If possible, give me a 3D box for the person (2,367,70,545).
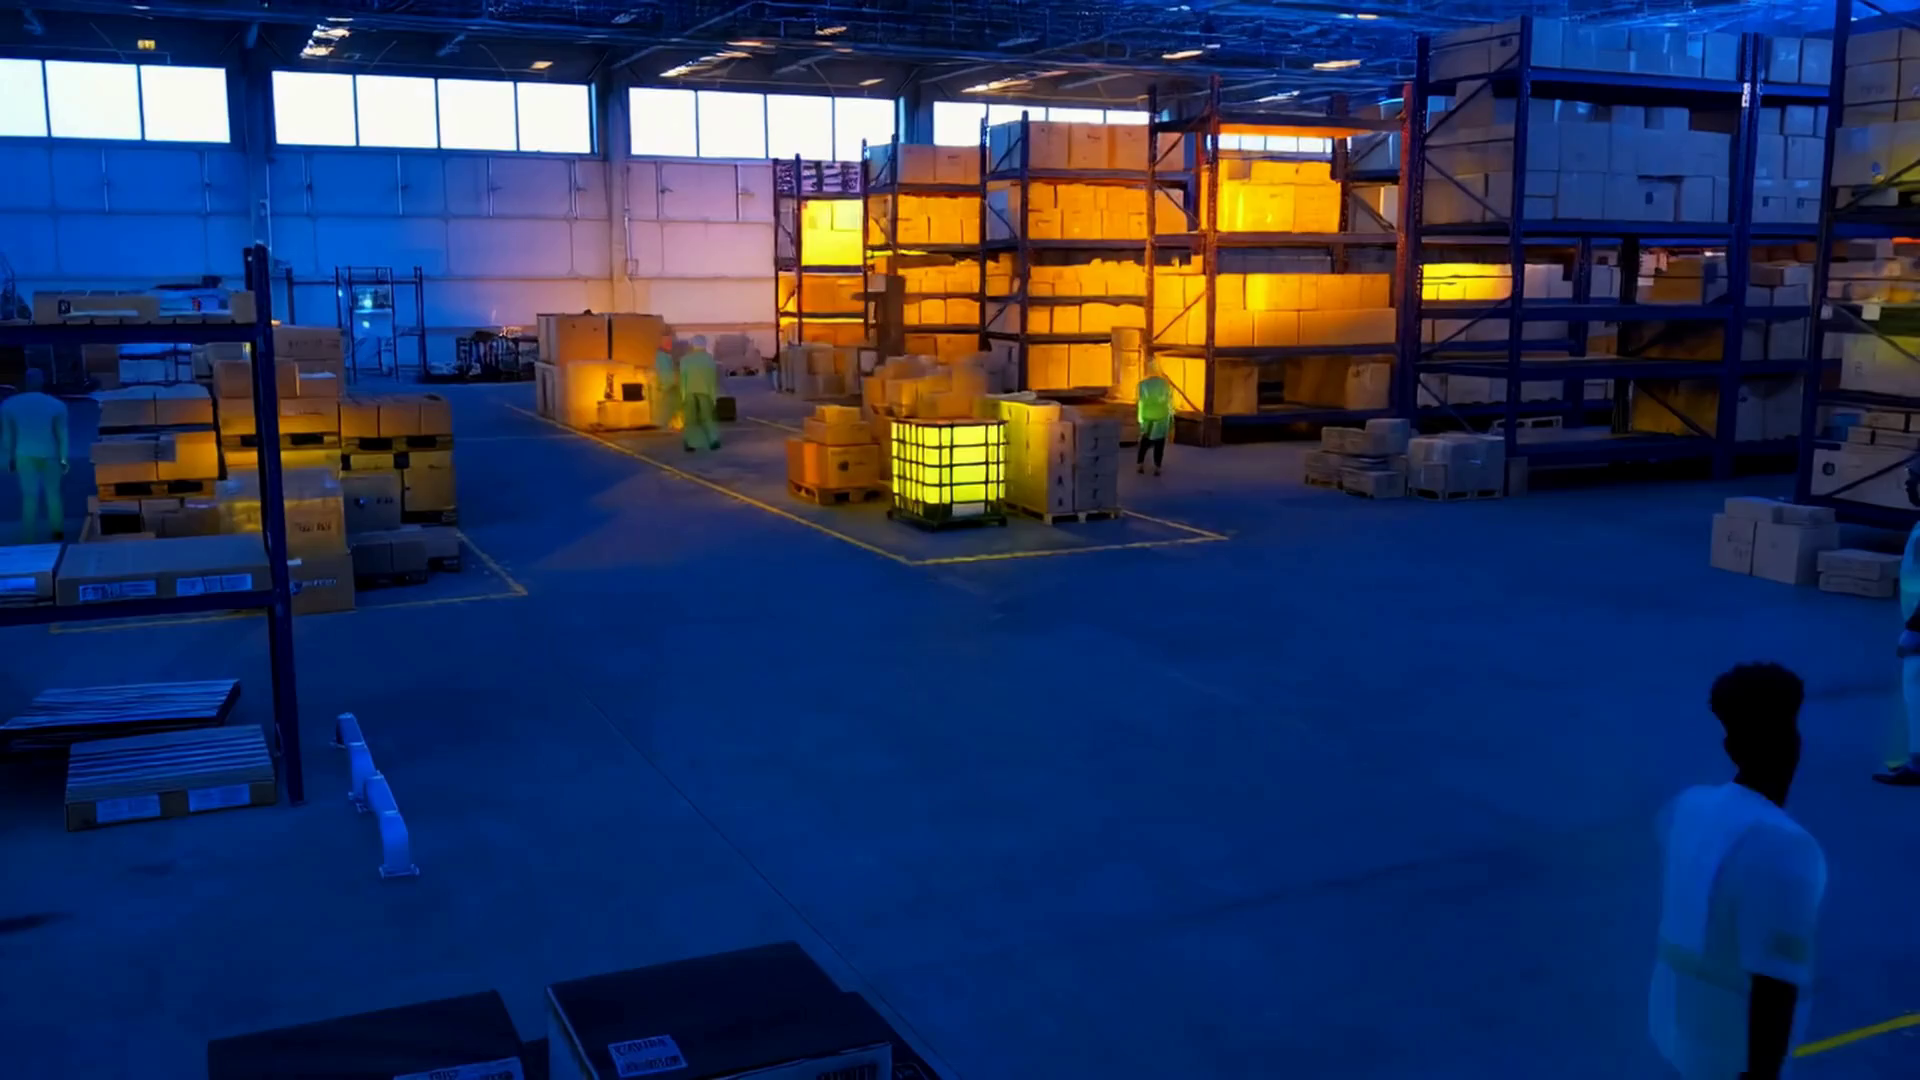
[{"bbox_3d":[-9.773,-0.882,17.638,0.631,1.894,1.020,-4,10,-24],"label":"person"}]

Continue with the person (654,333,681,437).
[{"bbox_3d":[-5.108,-2.706,29.179,0.504,1.821,0.623,-1,9,-8],"label":"person"}]

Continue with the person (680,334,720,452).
[{"bbox_3d":[-4.207,-2.373,26.883,0.647,1.898,0.928,2,9,14],"label":"person"}]

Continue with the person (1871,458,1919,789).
[{"bbox_3d":[5.393,0.464,9.336,0.311,1.869,0.532,9,13,43],"label":"person"}]

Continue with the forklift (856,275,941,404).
[{"bbox_3d":[-1.400,-4.431,36.581,1.873,2.768,1.129,-1,9,-9],"label":"forklift"}]

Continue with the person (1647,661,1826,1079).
[{"bbox_3d":[1.911,1.284,4.097,0.413,1.926,0.781,0,9,2],"label":"person"}]

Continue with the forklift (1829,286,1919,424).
[{"bbox_3d":[12.057,-1.919,20.995,1.873,2.768,1.129,-4,10,-25],"label":"forklift"}]

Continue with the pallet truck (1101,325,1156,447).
[{"bbox_3d":[2.881,-2.596,27.923,0.823,1.965,1.885,-1,9,-7],"label":"pallet truck"}]

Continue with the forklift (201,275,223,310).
[{"bbox_3d":[-16.529,-4.474,36.844,1.873,2.768,1.129,-4,10,-25],"label":"forklift"}]

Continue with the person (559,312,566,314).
[{"bbox_3d":[-9.637,-4.553,40.280,0.385,1.929,0.547,0,9,1],"label":"person"}]

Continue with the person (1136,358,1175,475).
[{"bbox_3d":[2.795,-1.761,23.743,0.553,1.667,0.473,3,10,16],"label":"person"}]
